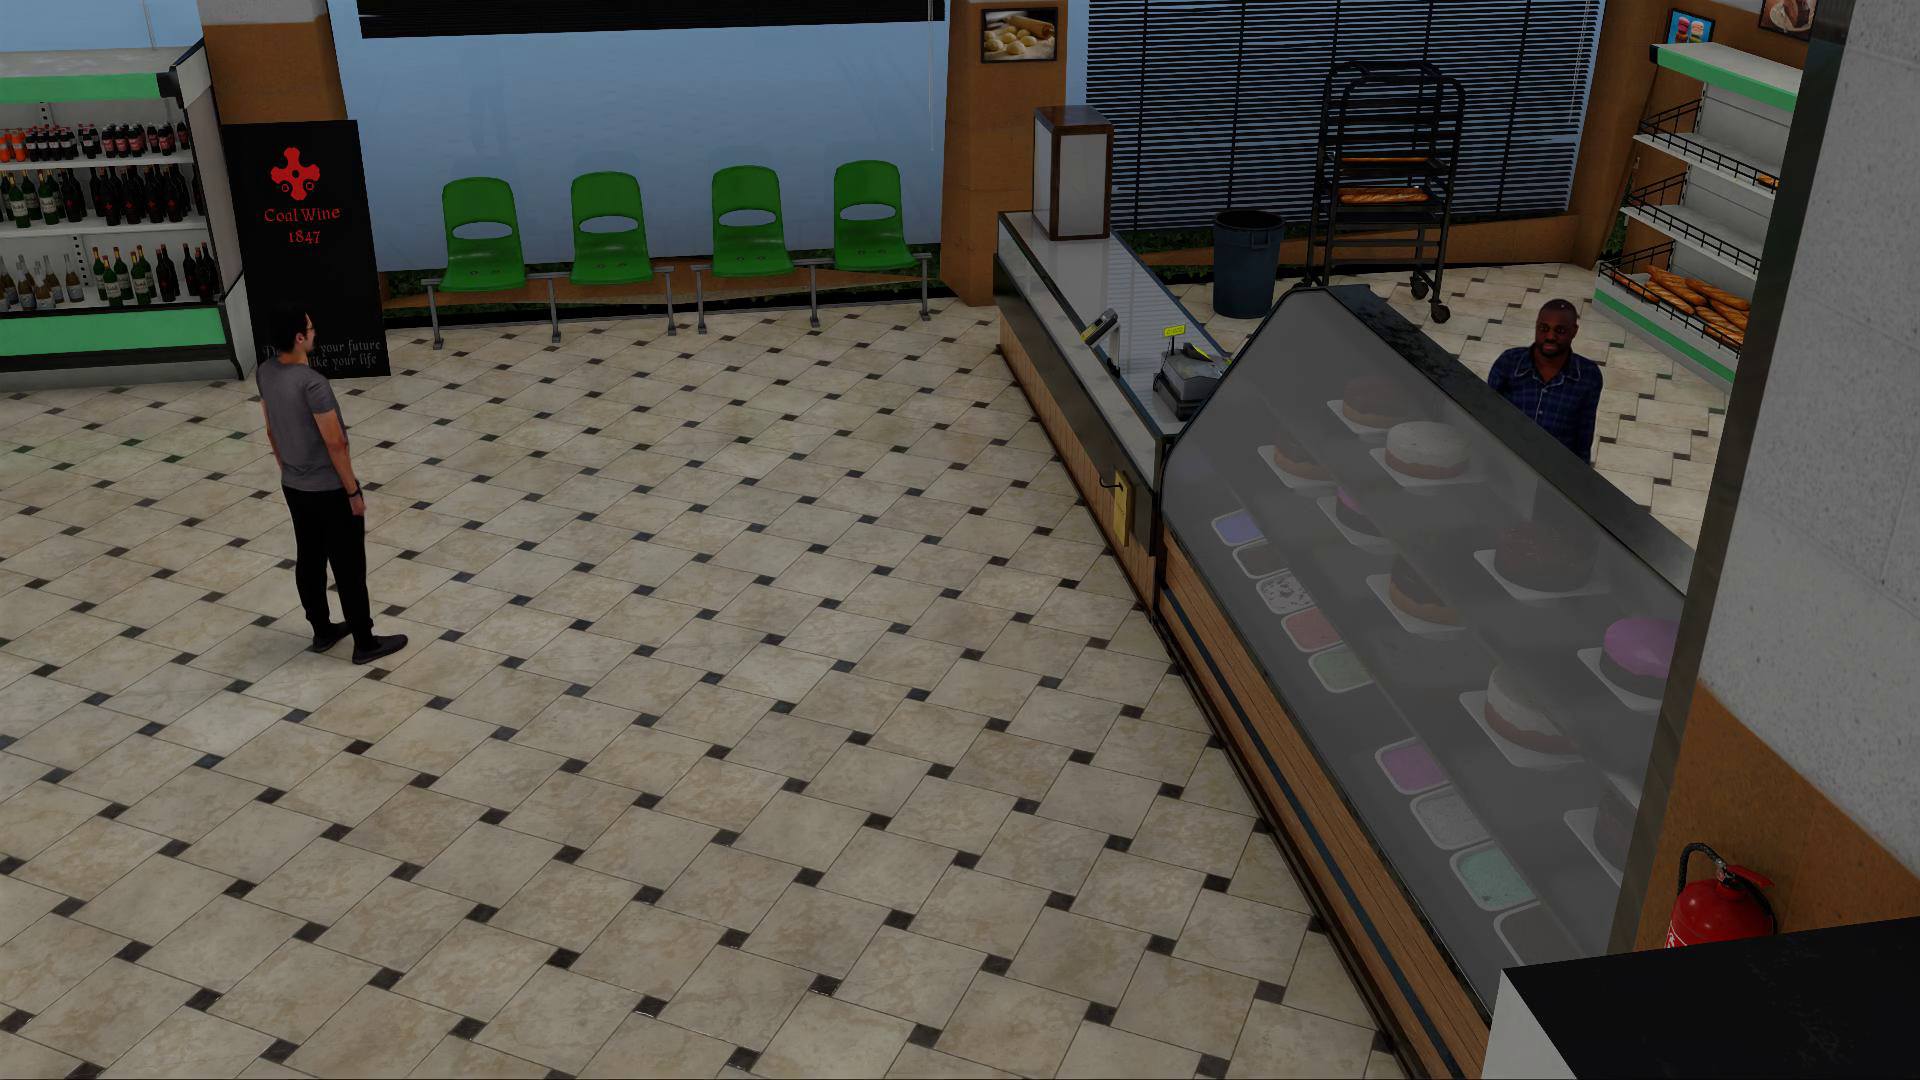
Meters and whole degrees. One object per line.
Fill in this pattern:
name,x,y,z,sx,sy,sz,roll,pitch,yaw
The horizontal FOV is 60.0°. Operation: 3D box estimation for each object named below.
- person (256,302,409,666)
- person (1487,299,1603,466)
person,-2.976,-0.258,7.714,0.686,1.755,0.767,14,30,26
person,2.582,-0.231,7.584,0.726,1.824,0.833,10,29,19
